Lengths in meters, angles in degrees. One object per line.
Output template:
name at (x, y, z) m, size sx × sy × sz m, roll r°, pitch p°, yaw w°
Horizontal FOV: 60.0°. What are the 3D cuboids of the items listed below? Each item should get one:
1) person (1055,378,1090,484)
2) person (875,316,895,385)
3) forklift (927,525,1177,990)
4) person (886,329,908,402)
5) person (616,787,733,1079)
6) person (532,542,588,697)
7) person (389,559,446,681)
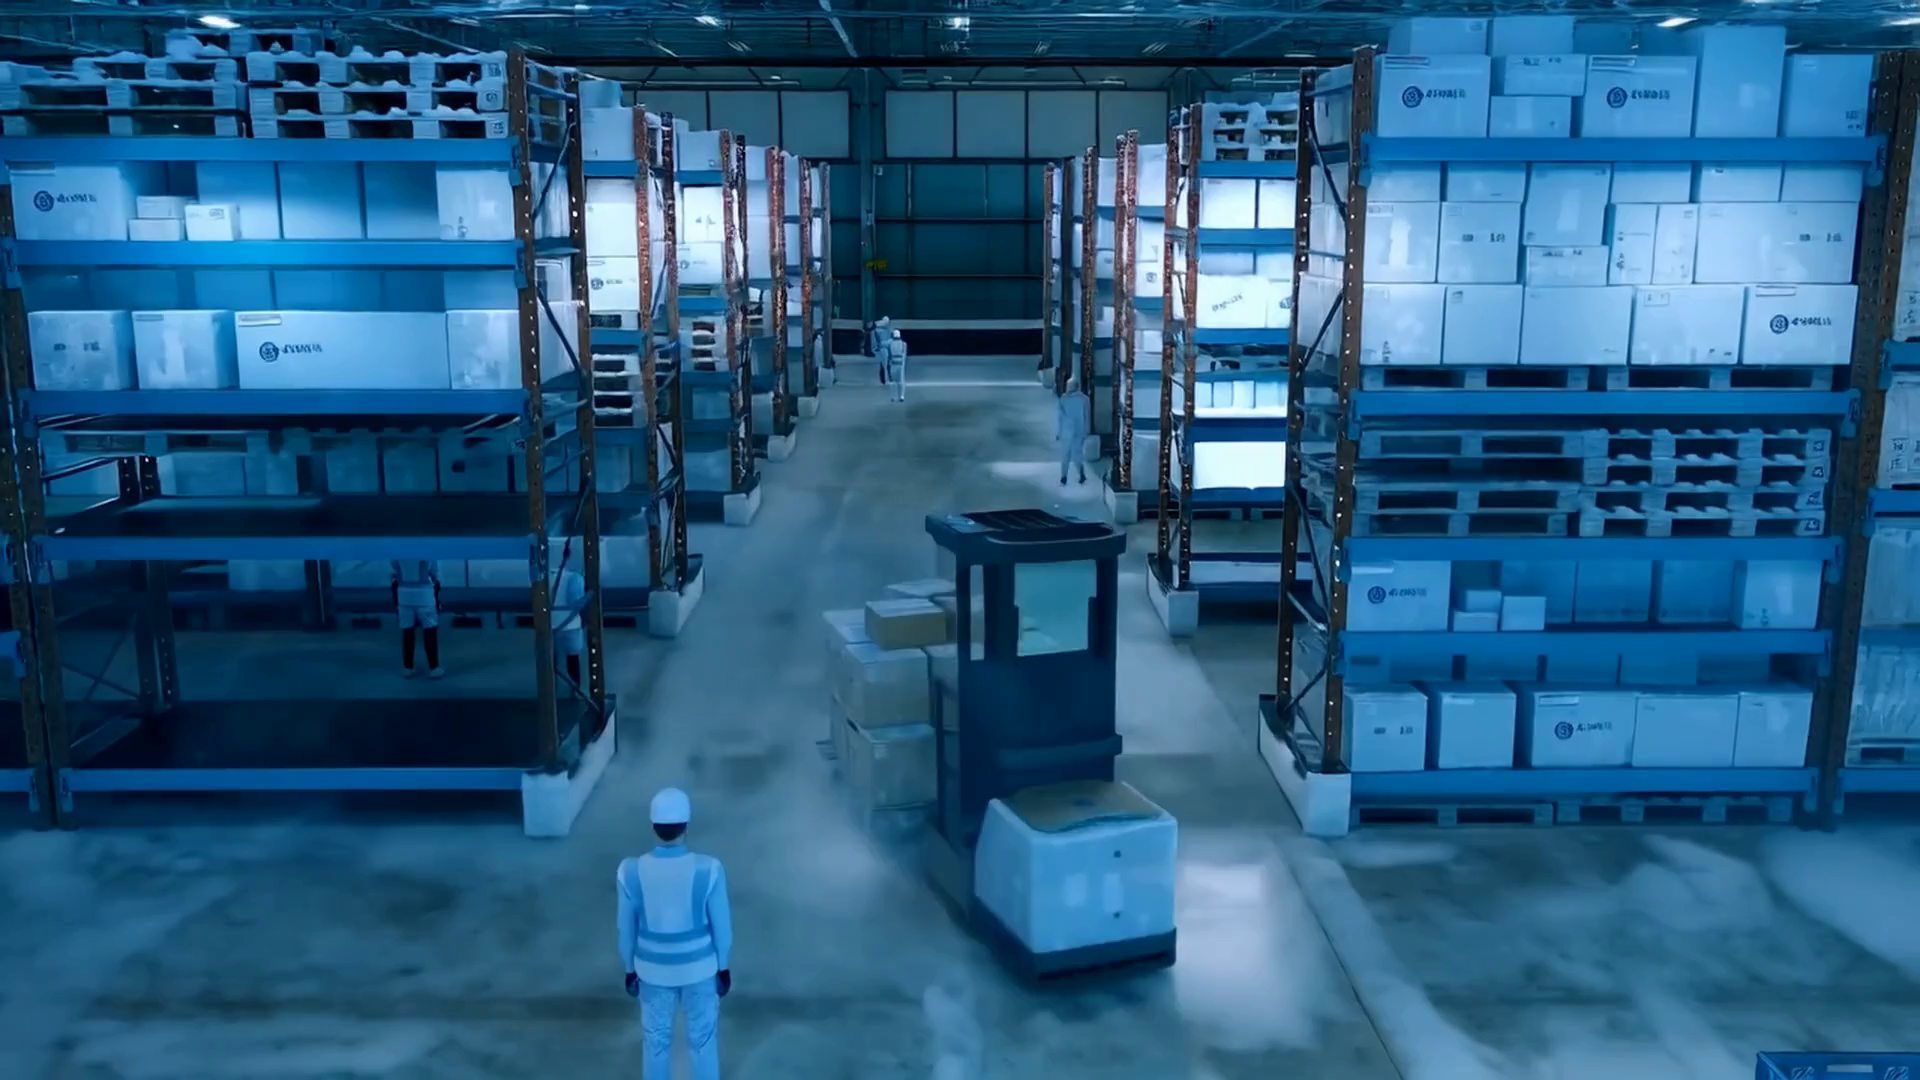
person at (2.014, -1.956, 29.839) m, size 0.648 × 1.904 × 0.403 m, roll 0°, pitch 11°, yaw 0°
person at (-2.069, -5.264, 46.196) m, size 0.591 × 1.915 × 0.393 m, roll 0°, pitch 11°, yaw 0°
forklift at (0.615, 1.313, 11.193) m, size 1.129 × 2.768 × 1.873 m, roll -4°, pitch 12°, yaw -20°
person at (-1.600, -4.426, 42.210) m, size 0.564 × 1.846 × 0.390 m, roll 0°, pitch 11°, yaw 0°
person at (-1.502, 2.259, 8.841) m, size 0.601 × 1.941 × 0.395 m, roll 0°, pitch 11°, yaw 0°
person at (-3.946, 0.862, 16.405) m, size 0.574 × 1.688 × 0.324 m, roll 1°, pitch 11°, yaw 3°
person at (-5.691, 0.646, 17.449) m, size 0.532 × 1.694 × 0.319 m, roll 0°, pitch 11°, yaw 0°
